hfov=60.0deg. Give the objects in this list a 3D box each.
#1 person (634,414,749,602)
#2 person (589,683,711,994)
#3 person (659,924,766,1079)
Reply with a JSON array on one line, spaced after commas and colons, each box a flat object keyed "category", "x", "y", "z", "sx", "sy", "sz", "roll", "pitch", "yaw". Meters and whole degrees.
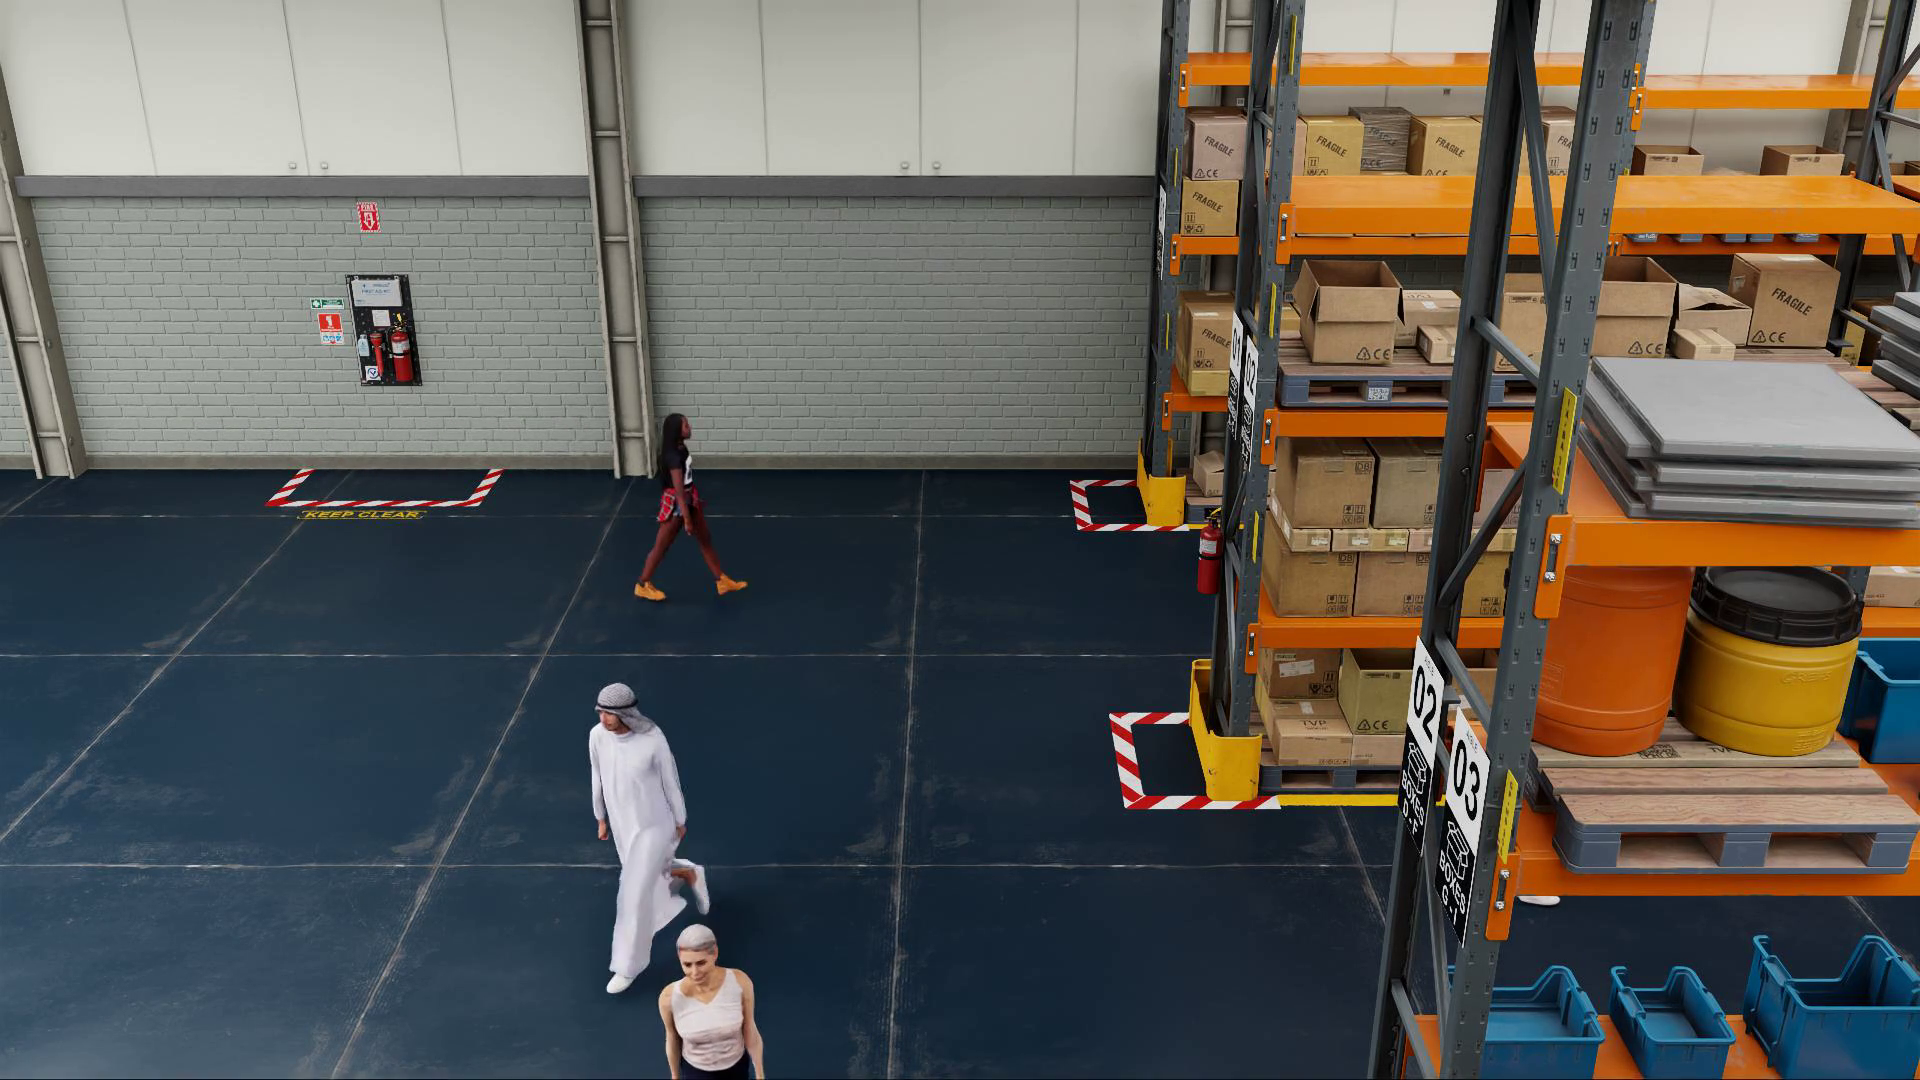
[{"category": "person", "x": -2.470, "y": -0.225, "z": 14.130, "sx": 1.212, "sy": 1.677, "sz": 0.654, "roll": -2, "pitch": 23, "yaw": -4}, {"category": "person", "x": -1.758, "y": 1.602, "z": 9.597, "sx": 1.286, "sy": 1.864, "sz": 1.107, "roll": 10, "pitch": 25, "yaw": 22}, {"category": "person", "x": -1.155, "y": 2.464, "z": 7.826, "sx": 1.209, "sy": 1.662, "sz": 0.960, "roll": -9, "pitch": 25, "yaw": -20}]
